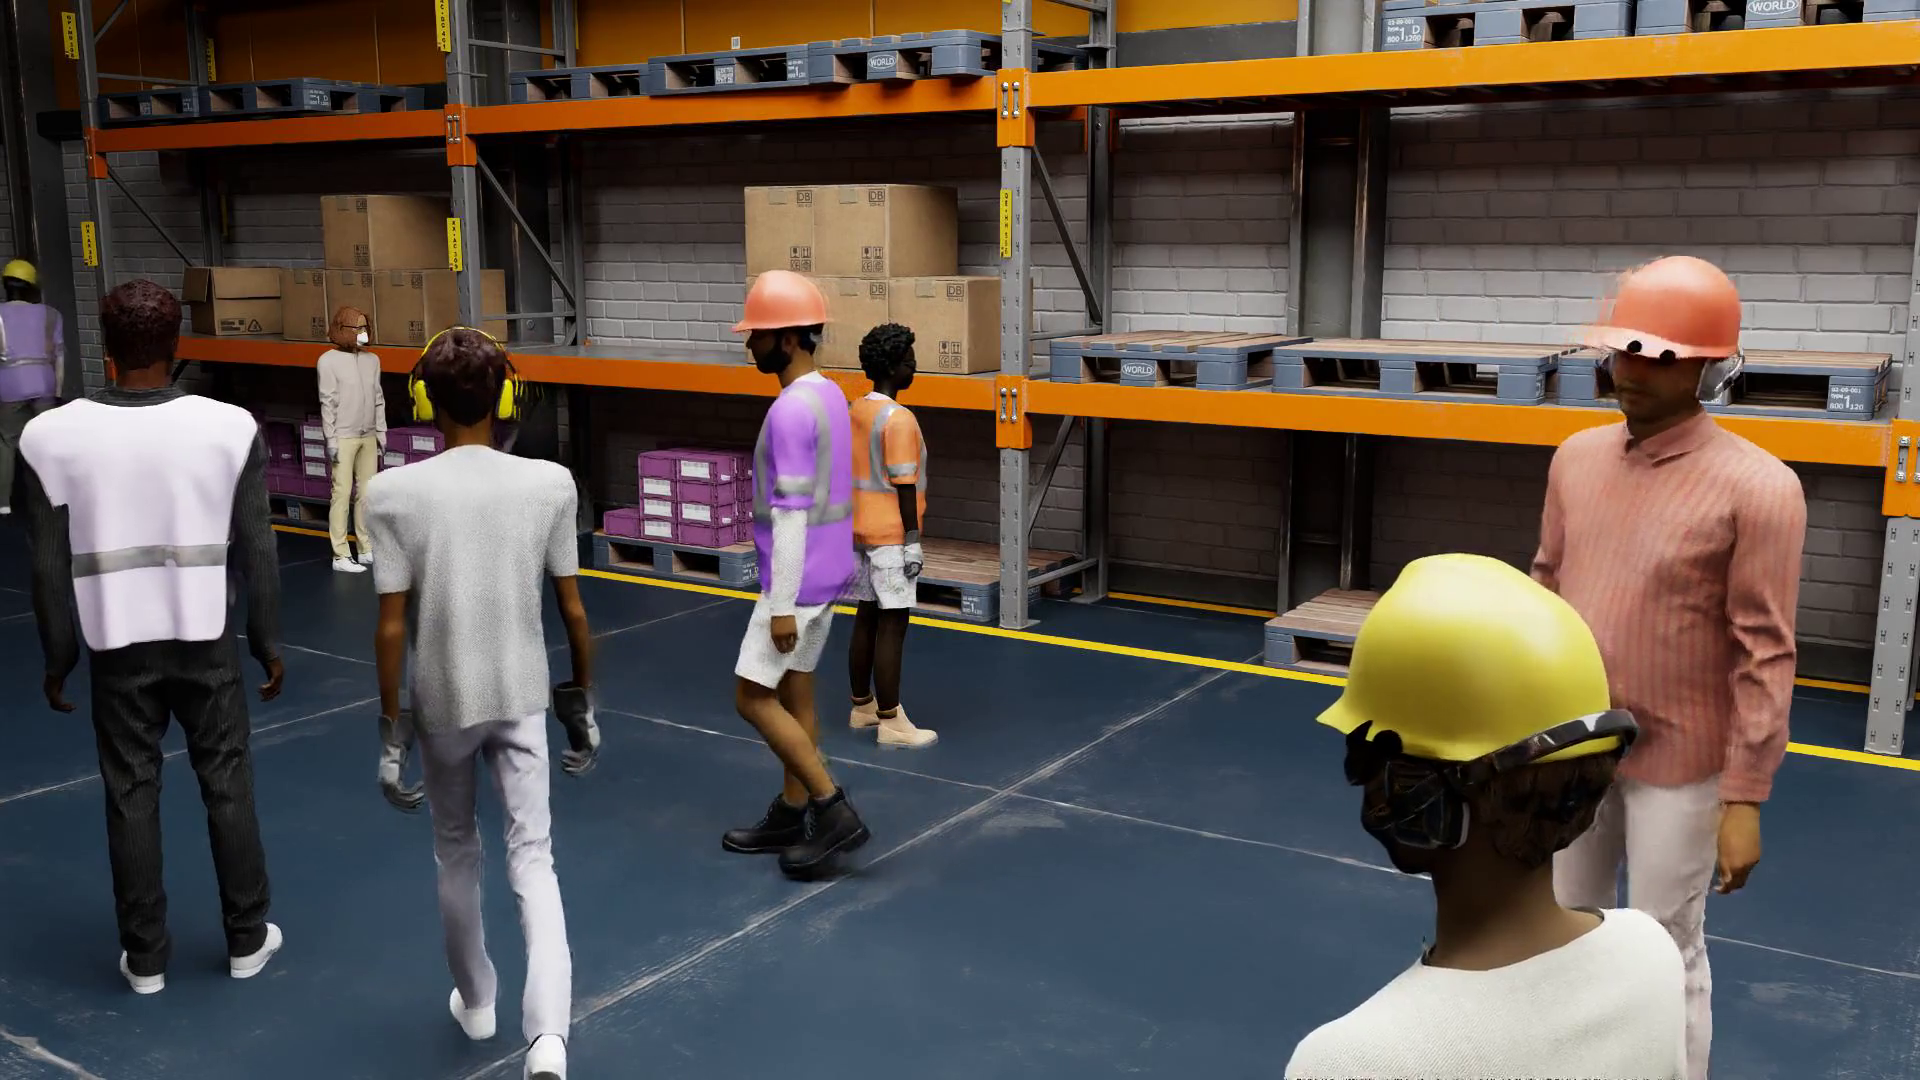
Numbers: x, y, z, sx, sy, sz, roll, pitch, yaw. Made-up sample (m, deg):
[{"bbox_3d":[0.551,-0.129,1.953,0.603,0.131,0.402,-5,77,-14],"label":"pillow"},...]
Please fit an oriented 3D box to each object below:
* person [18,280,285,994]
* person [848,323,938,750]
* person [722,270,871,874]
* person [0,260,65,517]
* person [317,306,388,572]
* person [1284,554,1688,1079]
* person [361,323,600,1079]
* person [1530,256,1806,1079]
[{"bbox_3d":[-2.140,0.275,4.473,0.608,1.912,0.381,-4,11,-23],"label":"person"},{"bbox_3d":[-0.290,-0.016,6.669,0.316,1.695,0.542,-5,11,-26],"label":"person"},{"bbox_3d":[-0.556,0.111,5.317,0.468,1.929,0.564,2,10,11],"label":"person"},{"bbox_3d":[-6.808,-1.078,12.077,0.597,1.869,0.911,-10,14,-43],"label":"person"},{"bbox_3d":[-3.710,-0.617,10.208,0.282,1.625,0.492,5,11,25],"label":"person"},{"bbox_3d":[0.437,0.887,1.512,0.528,1.761,0.341,-8,13,-39],"label":"person"},{"bbox_3d":[-1.107,0.413,3.923,0.525,1.840,0.886,-4,11,-23],"label":"person"},{"bbox_3d":[1.400,0.428,3.437,0.389,1.988,0.665,-4,11,-22],"label":"person"}]
